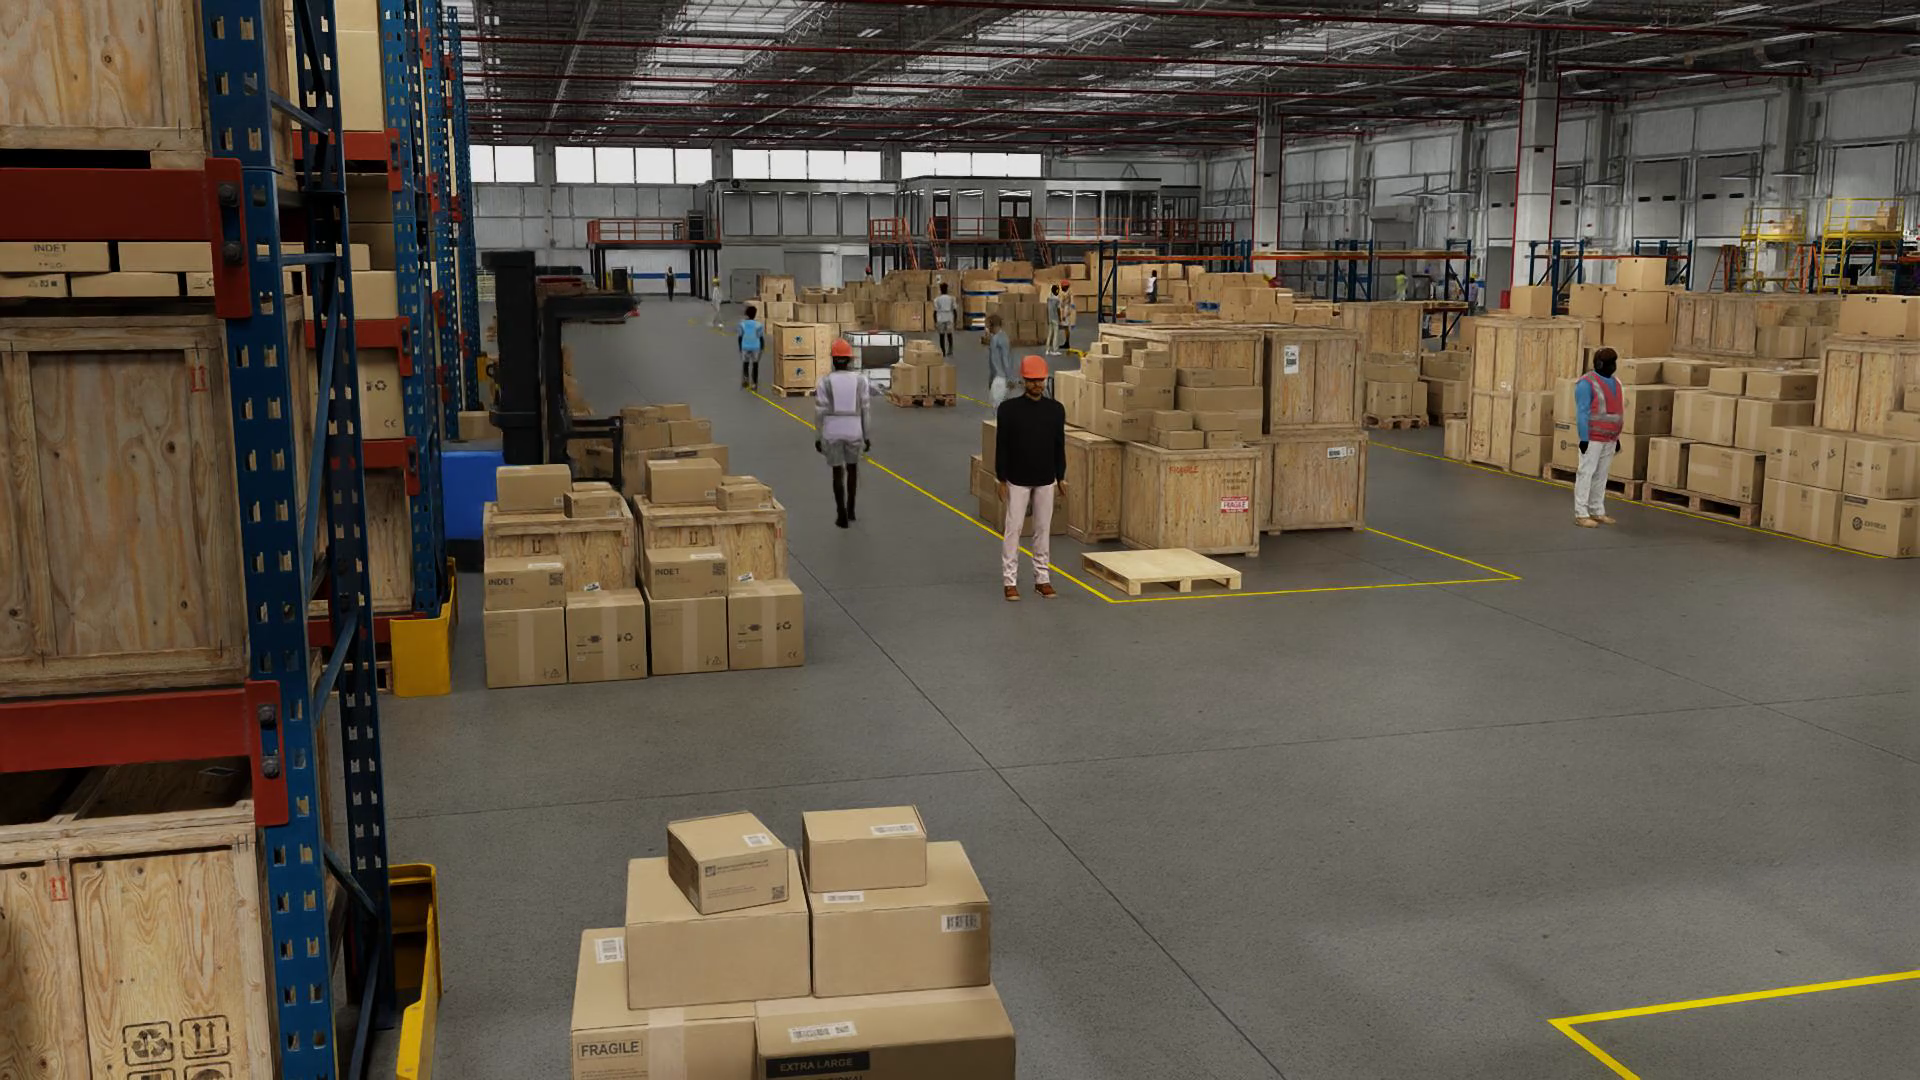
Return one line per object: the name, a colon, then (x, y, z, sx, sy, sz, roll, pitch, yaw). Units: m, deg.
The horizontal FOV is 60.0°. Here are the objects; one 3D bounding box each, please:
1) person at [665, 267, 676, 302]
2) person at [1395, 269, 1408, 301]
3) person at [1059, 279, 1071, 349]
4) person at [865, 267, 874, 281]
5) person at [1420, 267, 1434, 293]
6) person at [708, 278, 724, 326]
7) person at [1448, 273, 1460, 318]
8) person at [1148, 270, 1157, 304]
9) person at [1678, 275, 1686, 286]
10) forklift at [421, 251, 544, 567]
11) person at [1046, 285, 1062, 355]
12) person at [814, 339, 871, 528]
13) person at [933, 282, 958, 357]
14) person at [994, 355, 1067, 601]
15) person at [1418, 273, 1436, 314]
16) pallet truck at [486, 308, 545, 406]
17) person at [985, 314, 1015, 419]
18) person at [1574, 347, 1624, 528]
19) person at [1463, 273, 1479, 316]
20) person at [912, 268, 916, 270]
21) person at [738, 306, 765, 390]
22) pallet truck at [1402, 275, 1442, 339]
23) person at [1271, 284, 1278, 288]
person: (-14.949, -13.189, 85.859, 0.510, 1.826, 0.737, -3, 11, -19)
person: (20.128, -11.418, 75.823, 0.650, 1.824, 0.468, 9, 14, 42)
person: (2.965, -6.364, 46.865, 0.349, 1.942, 0.545, 1, 10, 7)
person: (-3.880, -10.612, 70.774, 0.382, 1.995, 0.612, -7, 12, -34)
person: (21.239, -11.427, 75.615, 0.655, 1.920, 0.719, 2, 10, 9)
person: (-8.821, -8.518, 59.683, 0.774, 1.712, 0.506, 2, 10, 9)
person: (19.840, -9.789, 66.615, 0.565, 1.826, 0.629, 7, 12, 33)
person: (8.088, -10.464, 70.262, 0.876, 1.892, 0.601, -3, 10, -17)
person: (25.296, -8.353, 58.352, 0.329, 1.865, 0.513, 1, 10, 8)
forklift: (-3.968, -1.199, 14.960, 1.873, 2.768, 1.129, -2, 10, -11)
person: (2.499, -5.832, 44.105, 0.325, 1.860, 0.507, -9, 13, -40)
person: (-1.232, -1.105, 17.138, 0.570, 1.919, 0.650, -3, 10, -14)
person: (-0.392, -5.709, 43.140, 0.631, 1.941, 0.507, -1, 10, -8)
person: (0.581, -0.501, 13.512, 0.610, 1.996, 0.378, -3, 11, -17)
person: (15.054, -7.620, 53.696, 0.594, 2.000, 0.710, 7, 12, 34)
pallet truck: (-6.242, -2.418, 24.362, 0.823, 1.965, 1.885, 1, 10, 3)
person: (0.622, -2.337, 24.199, 0.535, 1.894, 0.640, -1, 10, -6)
person: (6.565, -1.049, 17.057, 0.621, 1.845, 0.429, -7, 12, -34)
person: (18.319, -8.604, 59.636, 0.581, 1.919, 0.396, -2, 10, -12)
person: (-2.003, -11.631, 76.920, 0.678, 1.864, 0.573, -2, 10, -10)
person: (-4.176, -3.854, 33.377, 0.550, 1.680, 0.375, 1, 10, 4)
pallet truck: (14.620, -7.324, 52.145, 0.823, 1.965, 1.885, 8, 13, 40)
person: (8.590, -6.114, 45.743, 0.938, 1.852, 0.581, -8, 13, -37)
